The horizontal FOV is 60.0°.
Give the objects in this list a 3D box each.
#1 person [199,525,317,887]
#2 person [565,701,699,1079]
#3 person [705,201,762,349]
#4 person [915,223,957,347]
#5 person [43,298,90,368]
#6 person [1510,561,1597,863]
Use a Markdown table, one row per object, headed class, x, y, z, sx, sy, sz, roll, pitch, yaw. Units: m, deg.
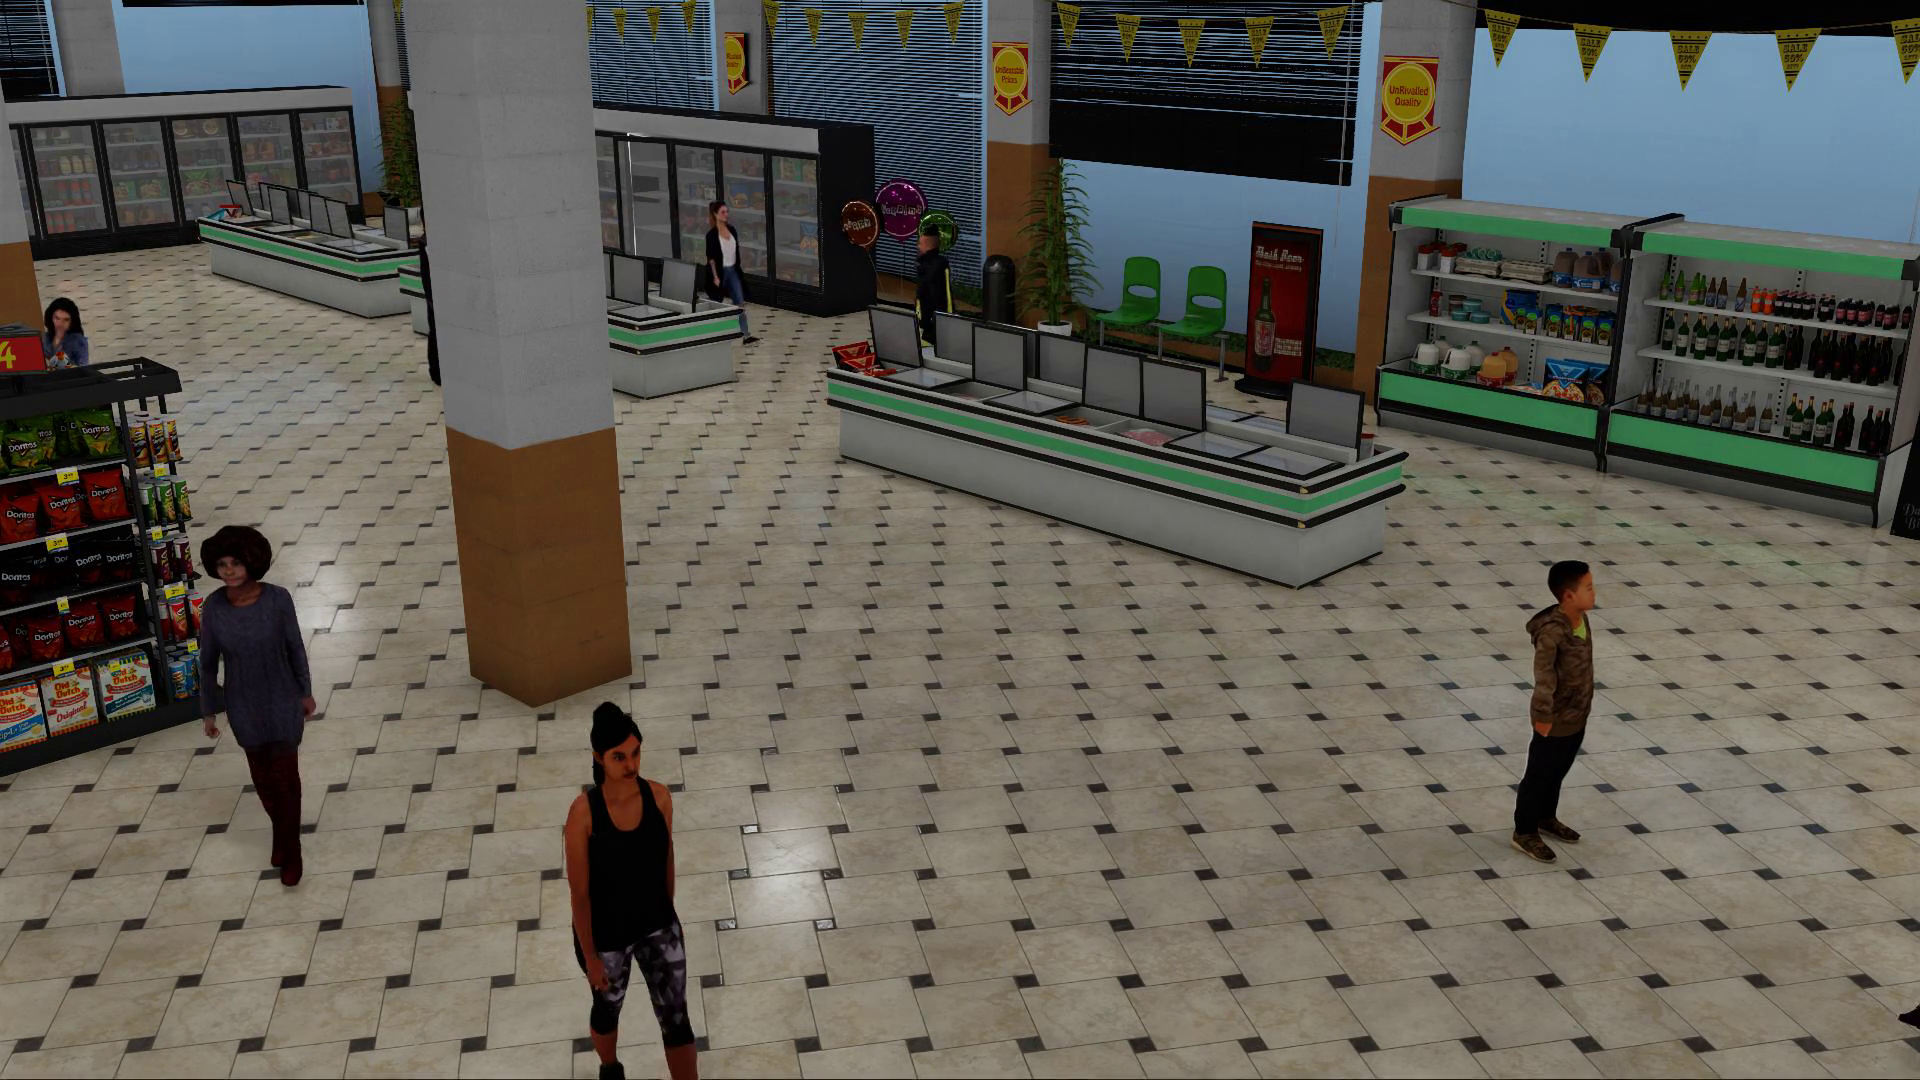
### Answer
| class | x | y | z | sx | sy | sz | roll | pitch | yaw |
| --- | --- | --- | --- | --- | --- | --- | --- | --- | --- |
| person | -3.221 | 0.726 | 7.736 | 0.798 | 1.696 | 0.865 | -2 | 19 | -7 |
| person | -1.242 | 1.352 | 5.972 | 0.692 | 1.637 | 1.014 | -13 | 22 | -33 |
| person | -2.744 | -2.985 | 18.808 | 0.955 | 1.653 | 0.636 | 17 | 25 | 41 |
| person | -0.141 | -2.042 | 15.750 | 1.305 | 1.819 | 1.207 | 2 | 19 | 7 |
| person | -6.798 | -1.013 | 12.820 | 0.661 | 1.743 | 0.923 | 17 | 25 | 40 |
| person | 2.848 | 0.790 | 7.921 | 0.552 | 1.456 | 0.572 | 17 | 25 | 41 |
